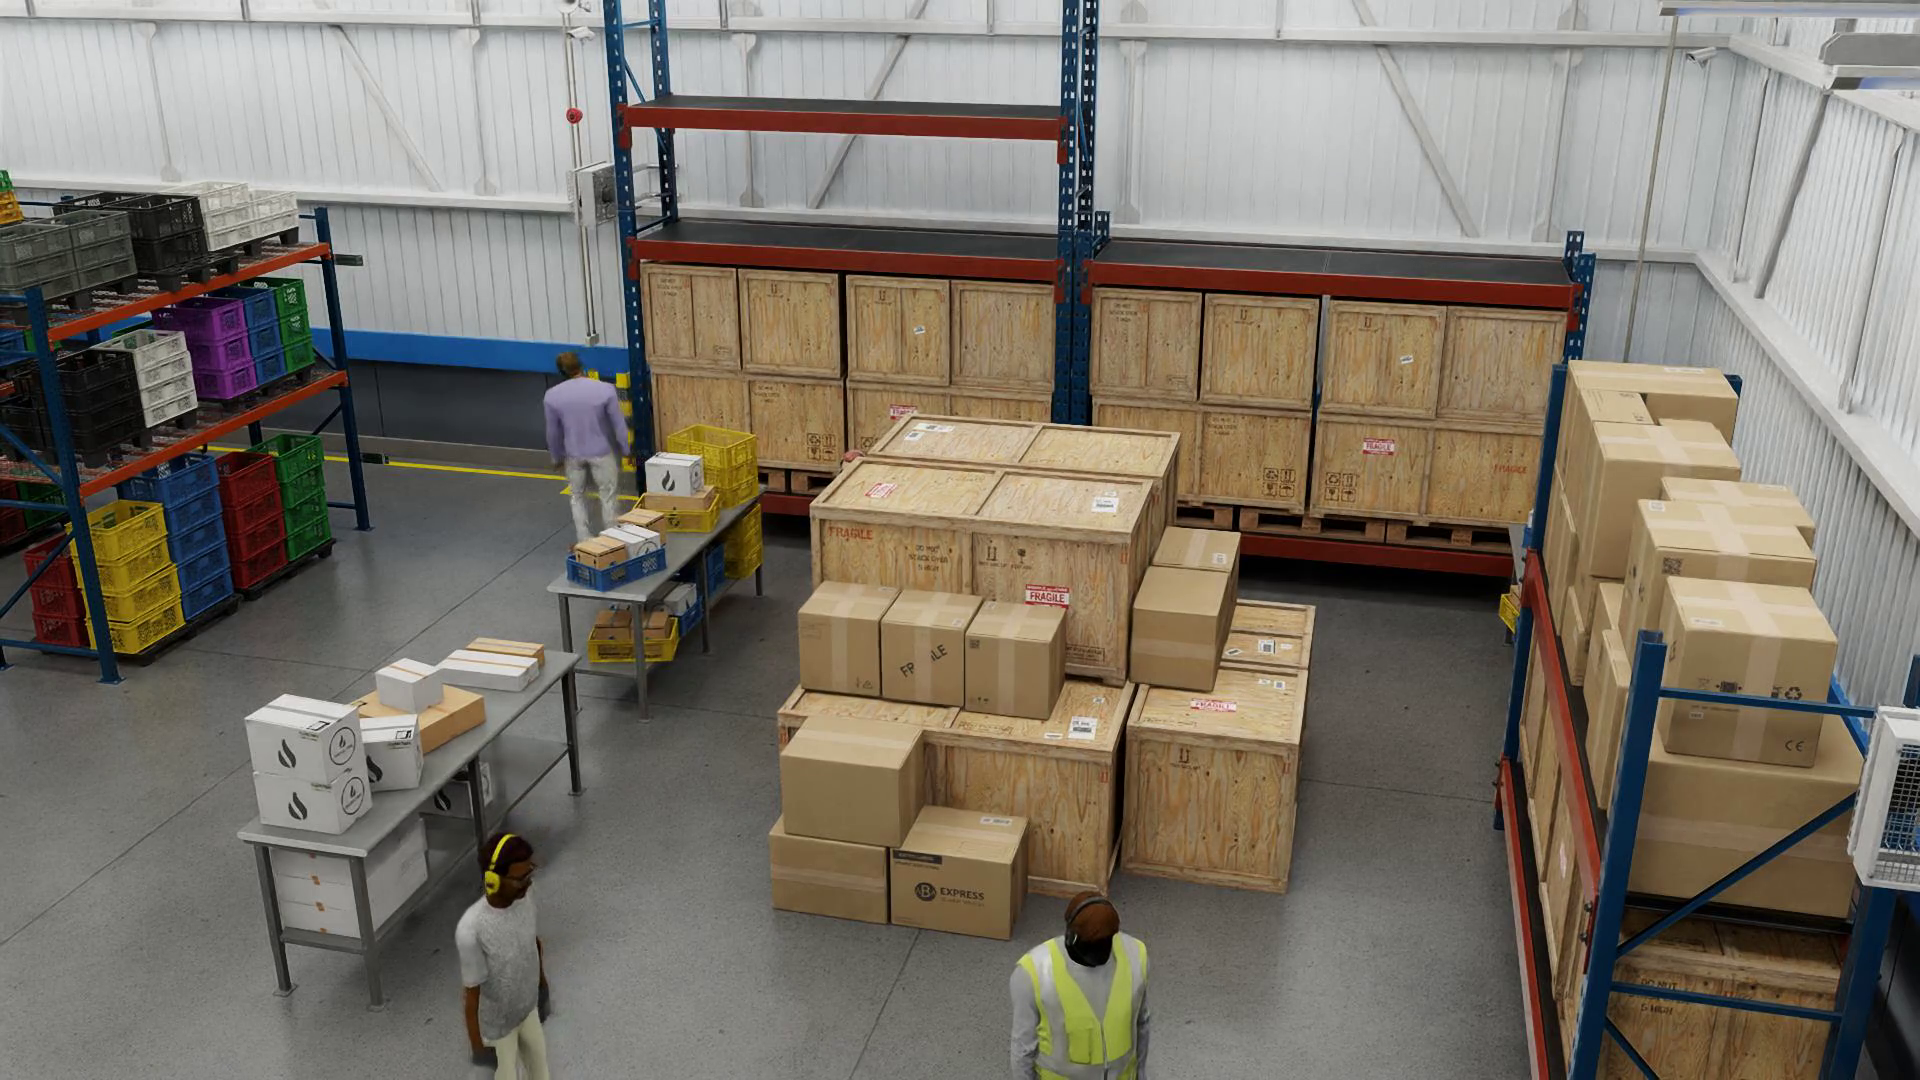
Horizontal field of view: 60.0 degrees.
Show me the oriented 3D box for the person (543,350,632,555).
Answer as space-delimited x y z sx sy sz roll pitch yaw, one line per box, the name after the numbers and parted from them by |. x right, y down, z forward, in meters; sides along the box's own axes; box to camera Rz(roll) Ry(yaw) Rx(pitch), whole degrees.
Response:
-3.227 -0.729 14.680 0.800 1.900 0.340 1 21 3 | person

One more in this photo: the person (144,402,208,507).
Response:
-7.180 -0.921 15.177 0.575 1.882 0.355 -6 22 -16 | person

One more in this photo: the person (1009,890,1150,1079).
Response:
0.512 2.264 6.905 0.621 1.841 0.429 -7 22 -19 | person

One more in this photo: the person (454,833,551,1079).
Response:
-1.979 2.122 7.253 0.333 1.857 0.637 8 22 20 | person
